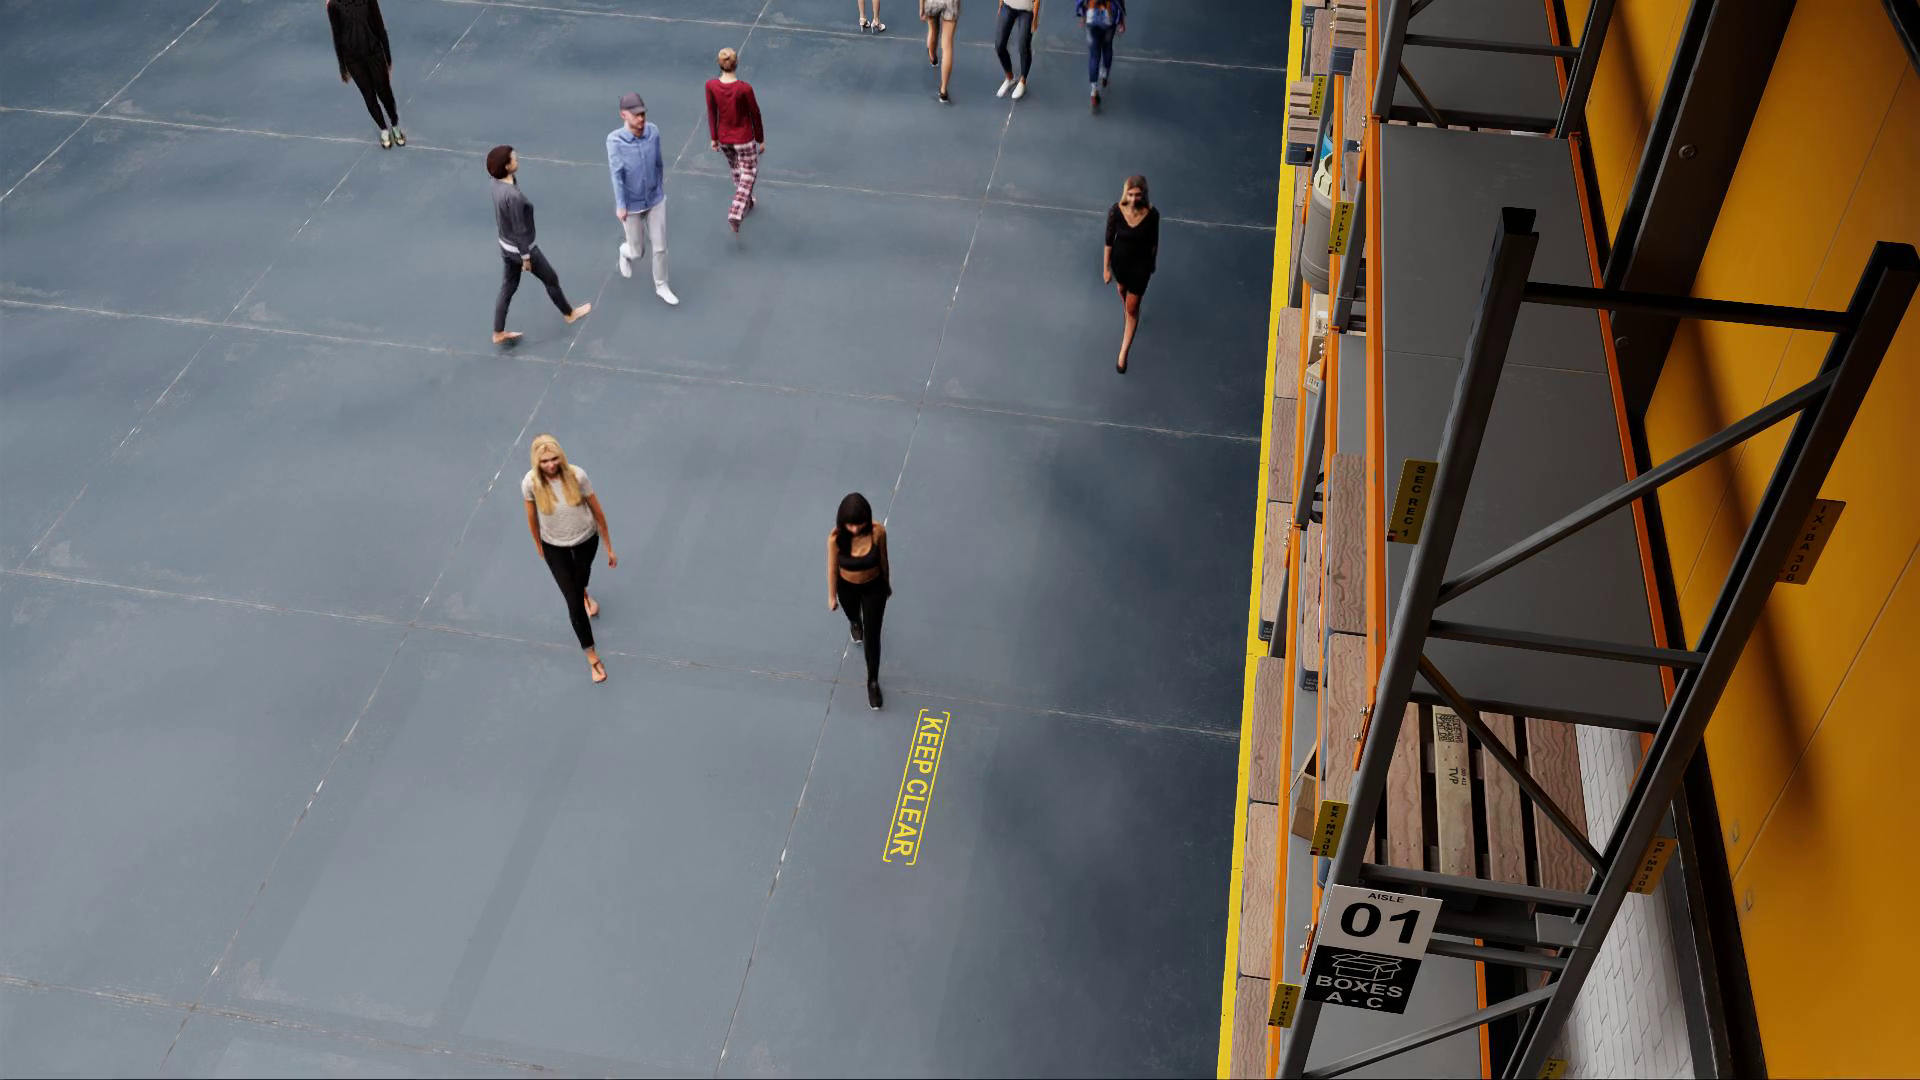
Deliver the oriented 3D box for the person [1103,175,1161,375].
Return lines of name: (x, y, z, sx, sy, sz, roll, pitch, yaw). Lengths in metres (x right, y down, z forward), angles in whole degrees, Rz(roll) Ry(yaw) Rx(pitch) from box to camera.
person: (1.360, -2.221, 13.220, 0.571, 1.623, 1.088, 7, 44, 8)

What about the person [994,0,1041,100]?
person: (0.622, -5.176, 16.197, 0.695, 1.794, 0.702, 20, 47, 20)

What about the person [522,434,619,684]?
person: (-2.544, -0.031, 10.814, 1.064, 1.770, 1.263, -17, 46, -17)

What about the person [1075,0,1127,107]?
person: (1.338, -4.986, 16.148, 0.686, 1.587, 0.984, 6, 44, 6)

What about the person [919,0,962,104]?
person: (-0.158, -5.178, 16.207, 0.756, 1.783, 1.246, -3, 44, -3)

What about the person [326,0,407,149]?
person: (-5.554, -4.529, 15.520, 0.739, 1.793, 0.762, -10, 45, -11)

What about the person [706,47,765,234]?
person: (-1.969, -3.467, 14.485, 0.661, 1.682, 0.959, 9, 44, 10)

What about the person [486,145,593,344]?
person: (-3.589, -2.310, 13.239, 1.171, 1.726, 1.054, -30, 51, -28)

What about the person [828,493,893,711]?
person: (-0.652, 0.249, 10.640, 0.779, 1.605, 1.141, -4, 44, -4)

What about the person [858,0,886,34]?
person: (-0.955, -6.109, 17.221, 0.635, 1.734, 0.606, 17, 46, 17)

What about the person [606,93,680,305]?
person: (-2.661, -2.838, 13.690, 0.970, 1.868, 1.045, -24, 49, -23)
